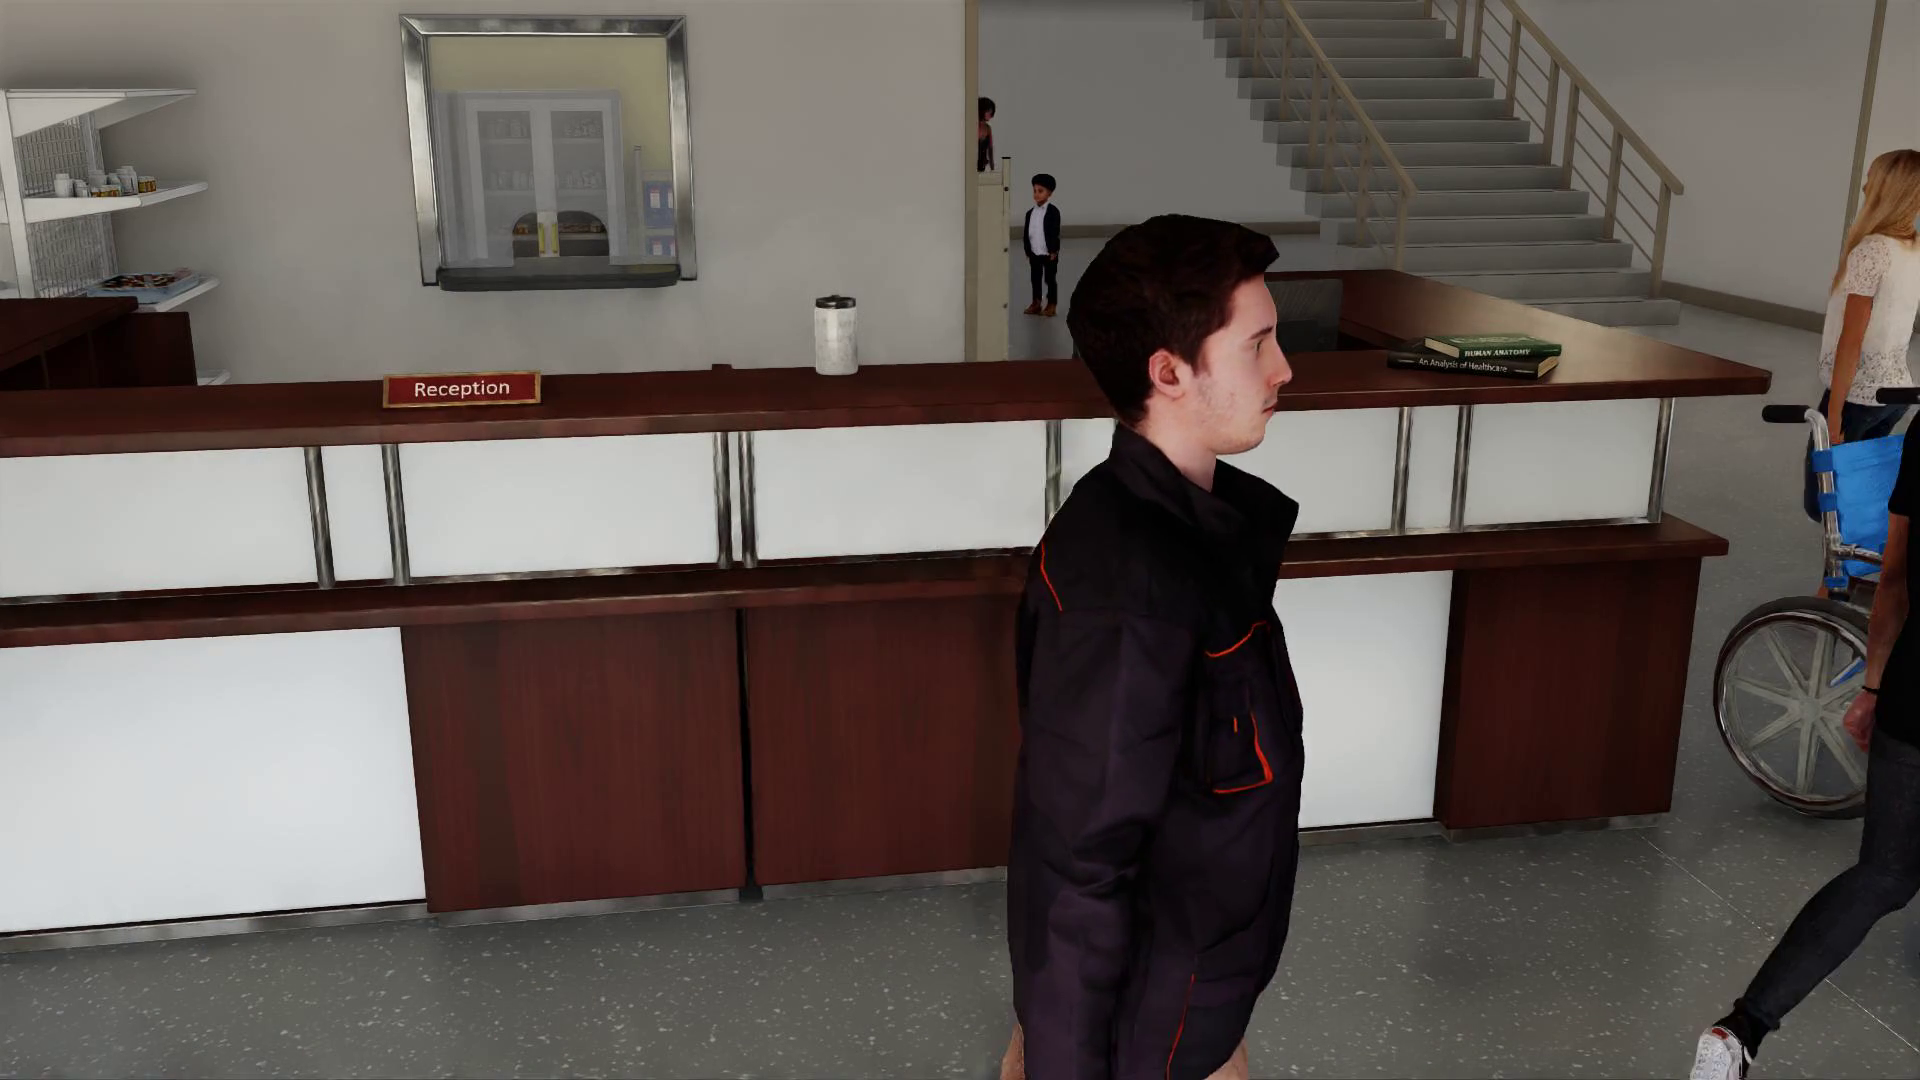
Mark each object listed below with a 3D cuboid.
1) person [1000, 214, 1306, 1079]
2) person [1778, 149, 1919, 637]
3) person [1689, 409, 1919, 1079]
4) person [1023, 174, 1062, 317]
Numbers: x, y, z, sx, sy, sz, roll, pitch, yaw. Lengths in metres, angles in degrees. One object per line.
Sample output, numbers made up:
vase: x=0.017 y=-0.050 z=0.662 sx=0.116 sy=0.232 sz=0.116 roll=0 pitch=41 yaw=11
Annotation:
person: x=0.137 y=0.590 z=2.062 sx=1.033 sy=1.875 sz=1.246 roll=2 pitch=16 yaw=7
person: x=3.312 y=-0.459 z=5.928 sx=0.816 sy=1.798 sz=1.004 roll=-11 pitch=19 yaw=-33
person: x=1.817 y=0.331 z=3.087 sx=0.876 sy=1.806 sz=1.052 roll=-8 pitch=17 yaw=-25
person: x=0.729 y=-2.562 z=14.445 sx=0.574 sy=1.223 sz=0.633 roll=11 pitch=19 yaw=33
